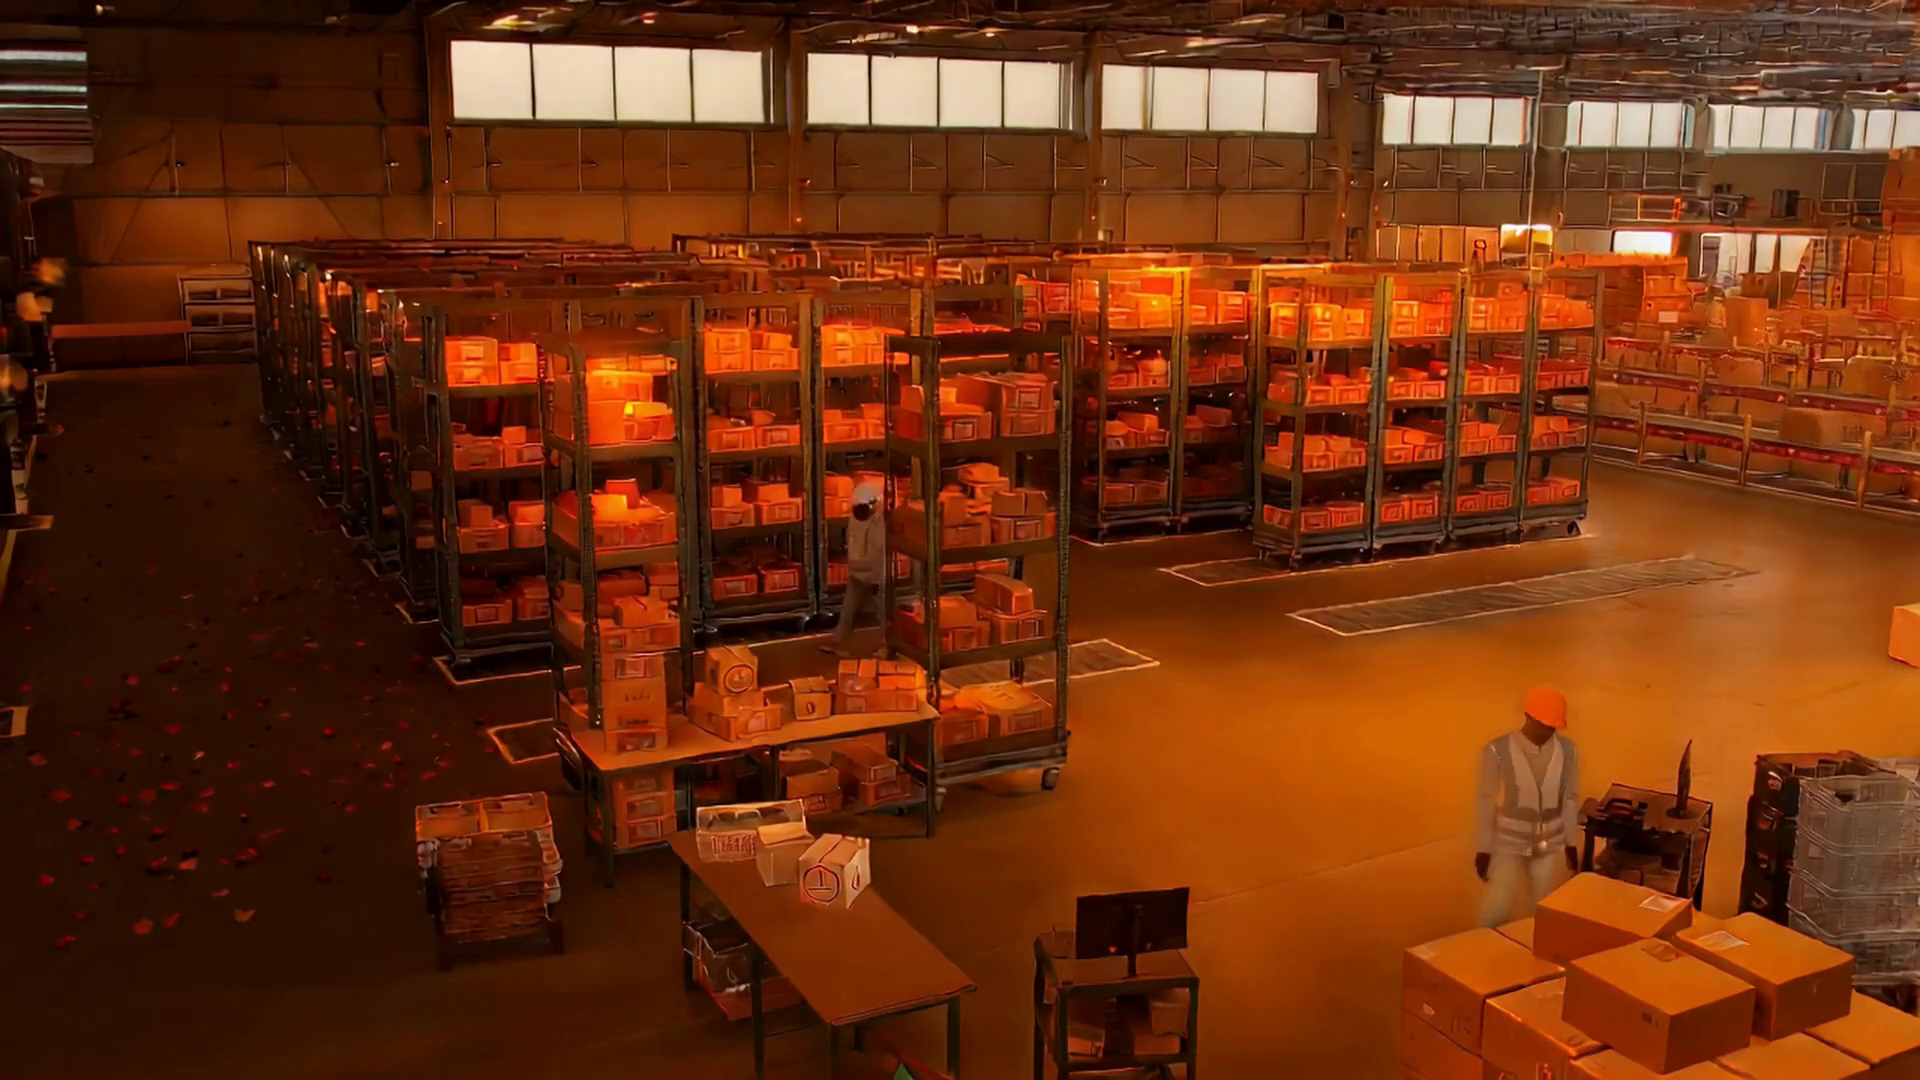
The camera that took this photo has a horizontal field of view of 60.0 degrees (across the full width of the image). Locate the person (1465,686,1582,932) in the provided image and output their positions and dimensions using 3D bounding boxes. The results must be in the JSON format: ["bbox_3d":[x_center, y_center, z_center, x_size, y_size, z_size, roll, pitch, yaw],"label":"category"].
[{"bbox_3d":[3.257,1.755,9.592,0.658,1.911,0.489,-2,12,-8],"label":"person"}]

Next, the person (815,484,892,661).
[{"bbox_3d":[-1.009,0.334,16.515,0.927,1.782,0.621,-11,16,-41],"label":"person"}]

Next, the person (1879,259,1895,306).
[{"bbox_3d":[36.183,-10.029,64.856,0.514,1.844,0.336,-9,15,-35],"label":"person"}]

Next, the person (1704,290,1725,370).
[{"bbox_3d":[19.405,-5.400,42.729,0.369,2.048,0.607,-5,13,-22],"label":"person"}]
